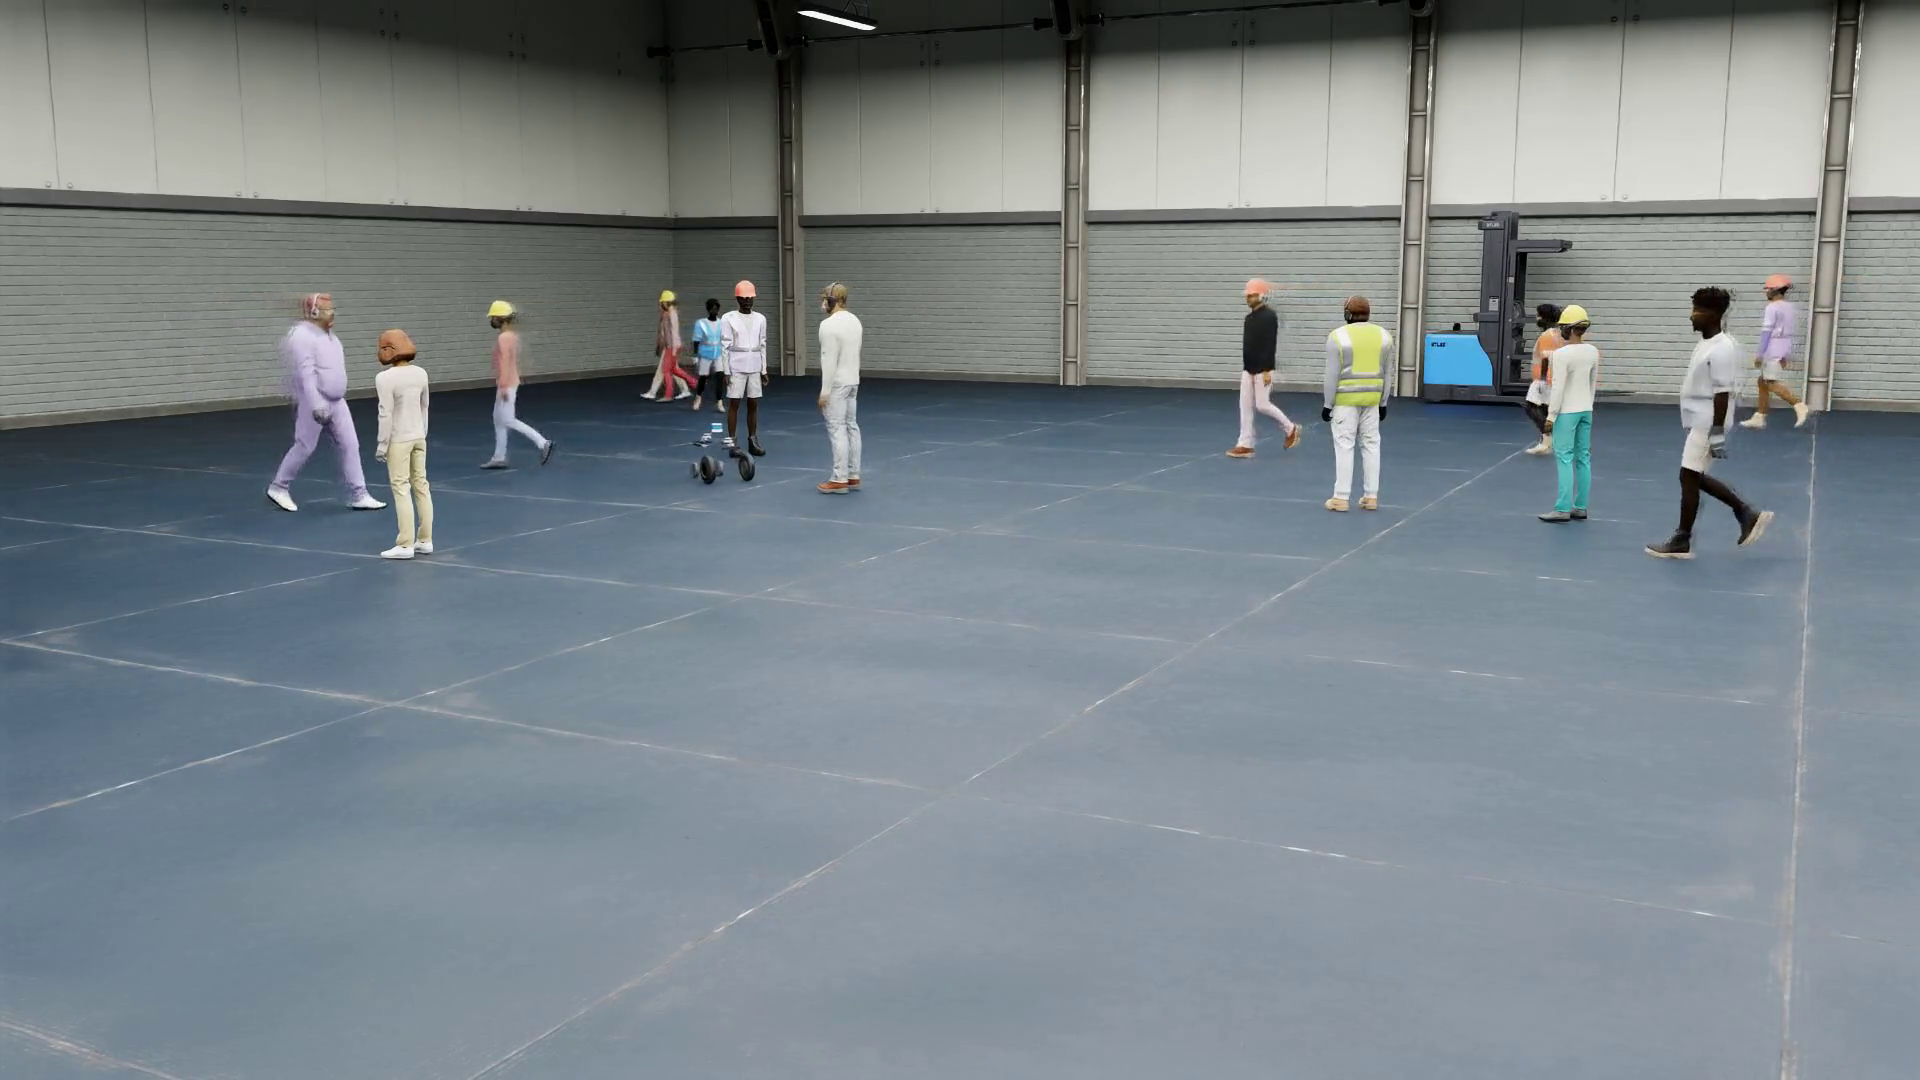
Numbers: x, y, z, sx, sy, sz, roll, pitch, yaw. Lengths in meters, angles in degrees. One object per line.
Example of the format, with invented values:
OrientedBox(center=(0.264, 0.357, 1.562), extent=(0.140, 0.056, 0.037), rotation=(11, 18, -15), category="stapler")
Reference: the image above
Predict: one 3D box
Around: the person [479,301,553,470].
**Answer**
OrientedBox(center=(-4.626, -1.601, 17.212), extent=(0.713, 1.746, 0.528), rotation=(-1, 9, -8), category="person")

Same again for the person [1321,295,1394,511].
OrientedBox(center=(3.389, -1.175, 14.284), extent=(0.634, 1.839, 0.429), rotation=(-3, 10, -16), category="person")

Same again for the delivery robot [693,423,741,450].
OrientedBox(center=(-2.394, -1.035, 16.412), extent=(0.335, 0.223, 0.698), rotation=(-6, 11, -32), category="delivery robot")

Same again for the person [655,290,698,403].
OrientedBox(center=(-4.421, -3.012, 25.895), extent=(0.636, 1.744, 0.532), rotation=(-2, 9, -10), category="person")

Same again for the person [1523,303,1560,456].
OrientedBox(center=(6.434, -1.760, 18.349), extent=(0.367, 1.683, 0.559), rotation=(5, 10, 26), category="person")

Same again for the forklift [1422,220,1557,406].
OrientedBox(center=(8.245, -3.527, 25.720), extent=(1.873, 2.768, 1.129), rotation=(5, 10, 27), category="forklift")

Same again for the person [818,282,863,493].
OrientedBox(center=(-1.118, -1.412, 15.437), extent=(0.354, 1.937, 0.635), rotation=(4, 10, 23), category="person")

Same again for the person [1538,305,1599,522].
OrientedBox(center=(4.996, -1.034, 13.637), extent=(0.524, 1.769, 0.314), rotation=(-6, 11, -33), category="person")

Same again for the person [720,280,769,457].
OrientedBox(center=(-2.376, -1.901, 18.452), extent=(0.542, 1.939, 0.364), rotation=(-6, 11, -31), category="person")

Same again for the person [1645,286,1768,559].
OrientedBox(center=(5.369, -0.834, 11.847), extent=(0.734, 1.950, 0.617), rotation=(3, 10, 17), category="person")

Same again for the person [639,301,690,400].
OrientedBox(center=(-4.688, -3.025, 26.471), extent=(0.862, 1.594, 0.536), rotation=(-4, 10, -21), category="person")

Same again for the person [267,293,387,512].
OrientedBox(center=(-5.499, -1.174, 14.219), extent=(0.974, 1.864, 0.641), rotation=(2, 9, 13), category="person")

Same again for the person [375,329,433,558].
OrientedBox(center=(-3.993, -0.691, 11.931), extent=(0.289, 1.633, 0.498), rotation=(3, 10, 20), category="person")

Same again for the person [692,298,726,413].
OrientedBox(center=(-3.674, -2.698, 24.246), extent=(0.542, 1.661, 0.703), rotation=(-5, 10, -28), category="person")

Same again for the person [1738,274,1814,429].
OrientedBox(center=(10.577, -2.418, 21.432), extent=(0.869, 2.017, 0.618), rotation=(8, 13, 42), category="person")

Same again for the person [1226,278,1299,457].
OrientedBox(center=(3.345, -1.898, 18.338), extent=(0.767, 1.978, 0.620), rotation=(-4, 10, -23), category="person")
